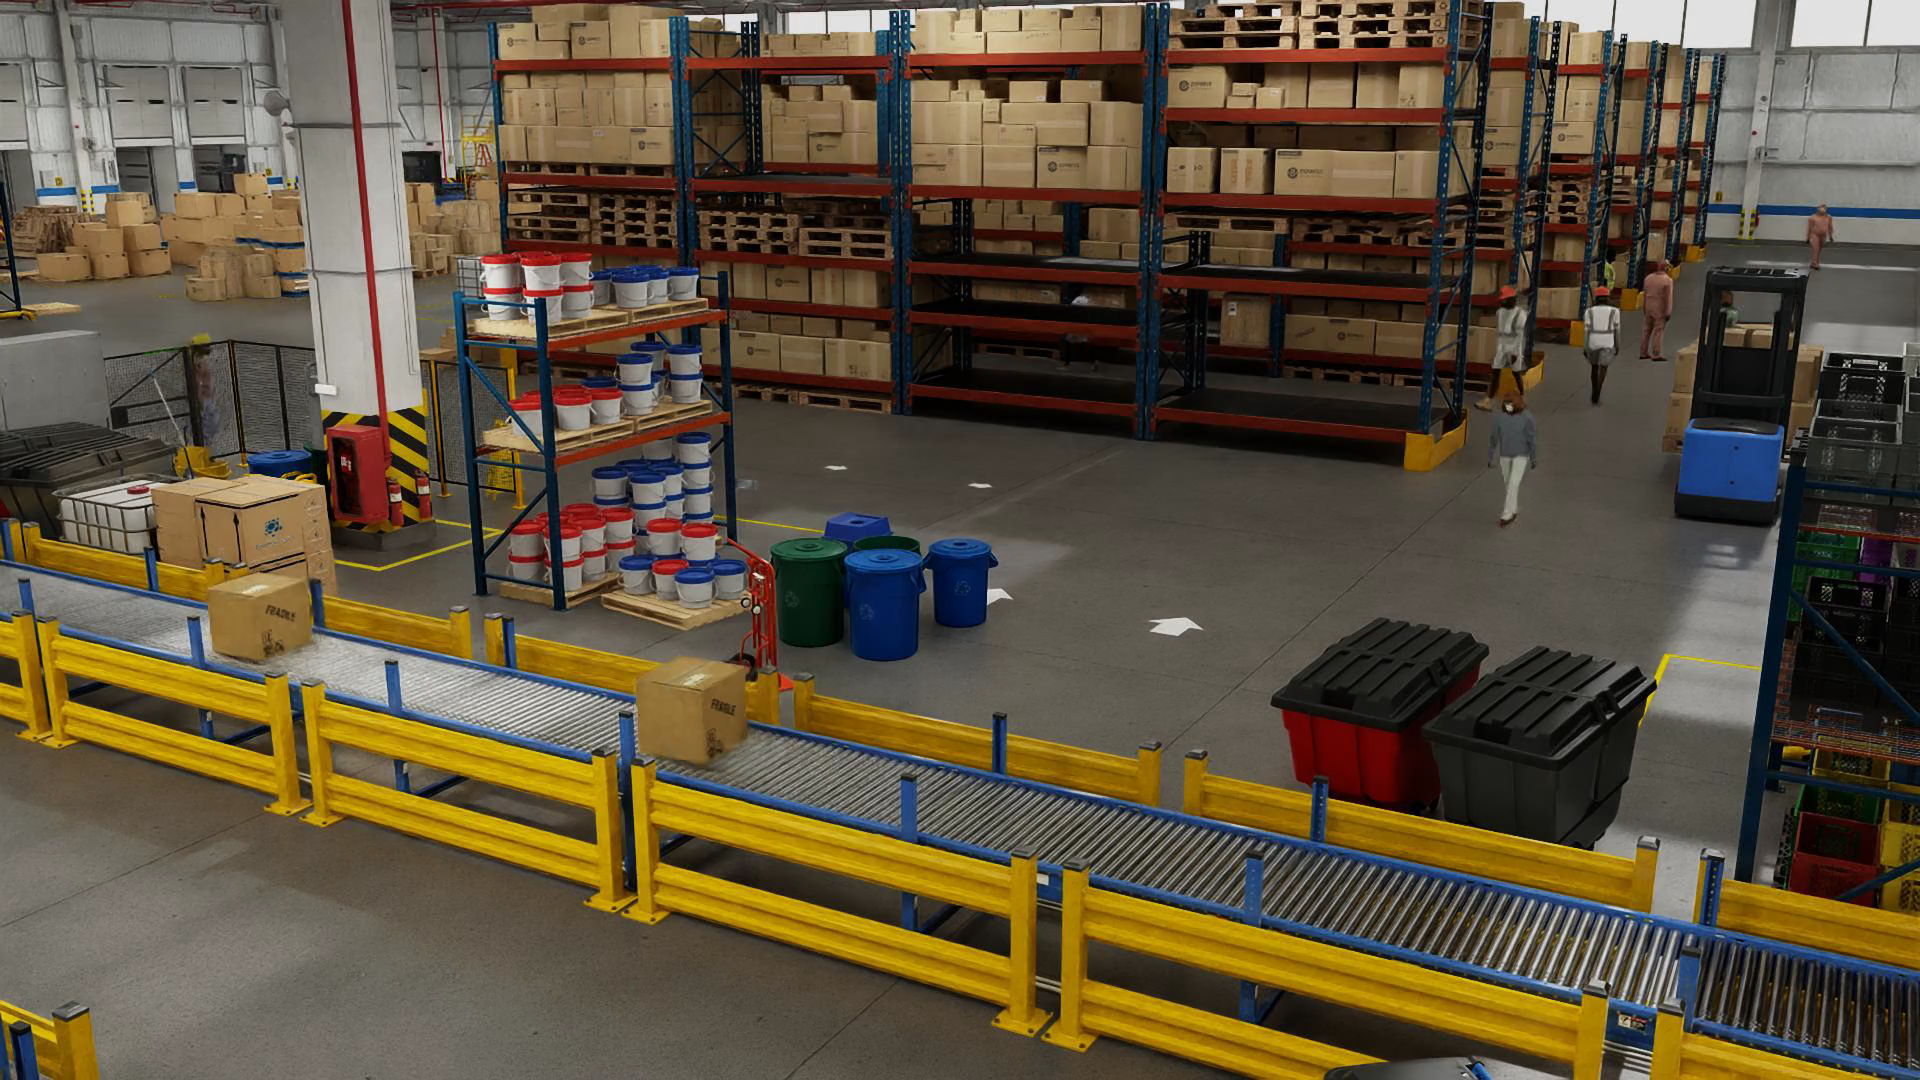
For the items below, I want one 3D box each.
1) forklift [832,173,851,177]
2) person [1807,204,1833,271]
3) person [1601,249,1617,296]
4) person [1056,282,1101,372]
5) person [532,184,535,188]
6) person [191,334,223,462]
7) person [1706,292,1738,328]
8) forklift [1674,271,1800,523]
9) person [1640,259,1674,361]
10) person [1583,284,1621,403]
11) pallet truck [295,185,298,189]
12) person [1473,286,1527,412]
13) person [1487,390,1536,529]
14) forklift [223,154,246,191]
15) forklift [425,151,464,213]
[{"bbox_3d":[-4.317,-12.754,61.044,1.873,2.768,1.129,8,17,28],"label":"forklift"},{"bbox_3d":[24.670,-8.693,47.745,0.637,1.866,0.992,0,15,2],"label":"person"},{"bbox_3d":[13.843,-5.383,35.621,0.318,1.690,0.527,8,17,27],"label":"person"},{"bbox_3d":[2.152,-3.830,29.823,0.783,1.664,0.533,9,17,31],"label":"person"},{"bbox_3d":[-17.013,-13.496,66.099,0.540,1.696,0.317,2,15,8],"label":"person"},{"bbox_3d":[-10.165,-1.900,22.396,0.422,1.746,0.552,-5,16,-19],"label":"person"},{"bbox_3d":[12.968,-3.426,28.405,0.503,1.613,0.582,12,19,37],"label":"person"},{"bbox_3d":[9.269,-1.763,19.726,1.129,2.768,1.873,8,17,27],"label":"forklift"},{"bbox_3d":[13.081,-4.299,31.149,0.398,1.899,0.647,-7,17,-25],"label":"person"},{"bbox_3d":[10.335,-3.153,26.838,0.566,1.905,0.817,7,17,25],"label":"person"},{"bbox_3d":[-26.804,-14.617,69.738,1.885,1.965,0.823,-14,20,-42],"label":"pallet truck"},{"bbox_3d":[8.574,-2.990,26.086,1.067,1.976,0.617,-9,17,-29],"label":"person"},{"bbox_3d":[6.300,-0.928,19.054,0.510,1.578,0.856,12,19,38],"label":"person"},{"bbox_3d":[-26.376,-12.683,60.780,1.129,2.768,1.873,10,18,34],"label":"forklift"},{"bbox_3d":[-20.276,-13.633,64.351,1.873,2.768,1.129,1,15,2],"label":"forklift"}]
